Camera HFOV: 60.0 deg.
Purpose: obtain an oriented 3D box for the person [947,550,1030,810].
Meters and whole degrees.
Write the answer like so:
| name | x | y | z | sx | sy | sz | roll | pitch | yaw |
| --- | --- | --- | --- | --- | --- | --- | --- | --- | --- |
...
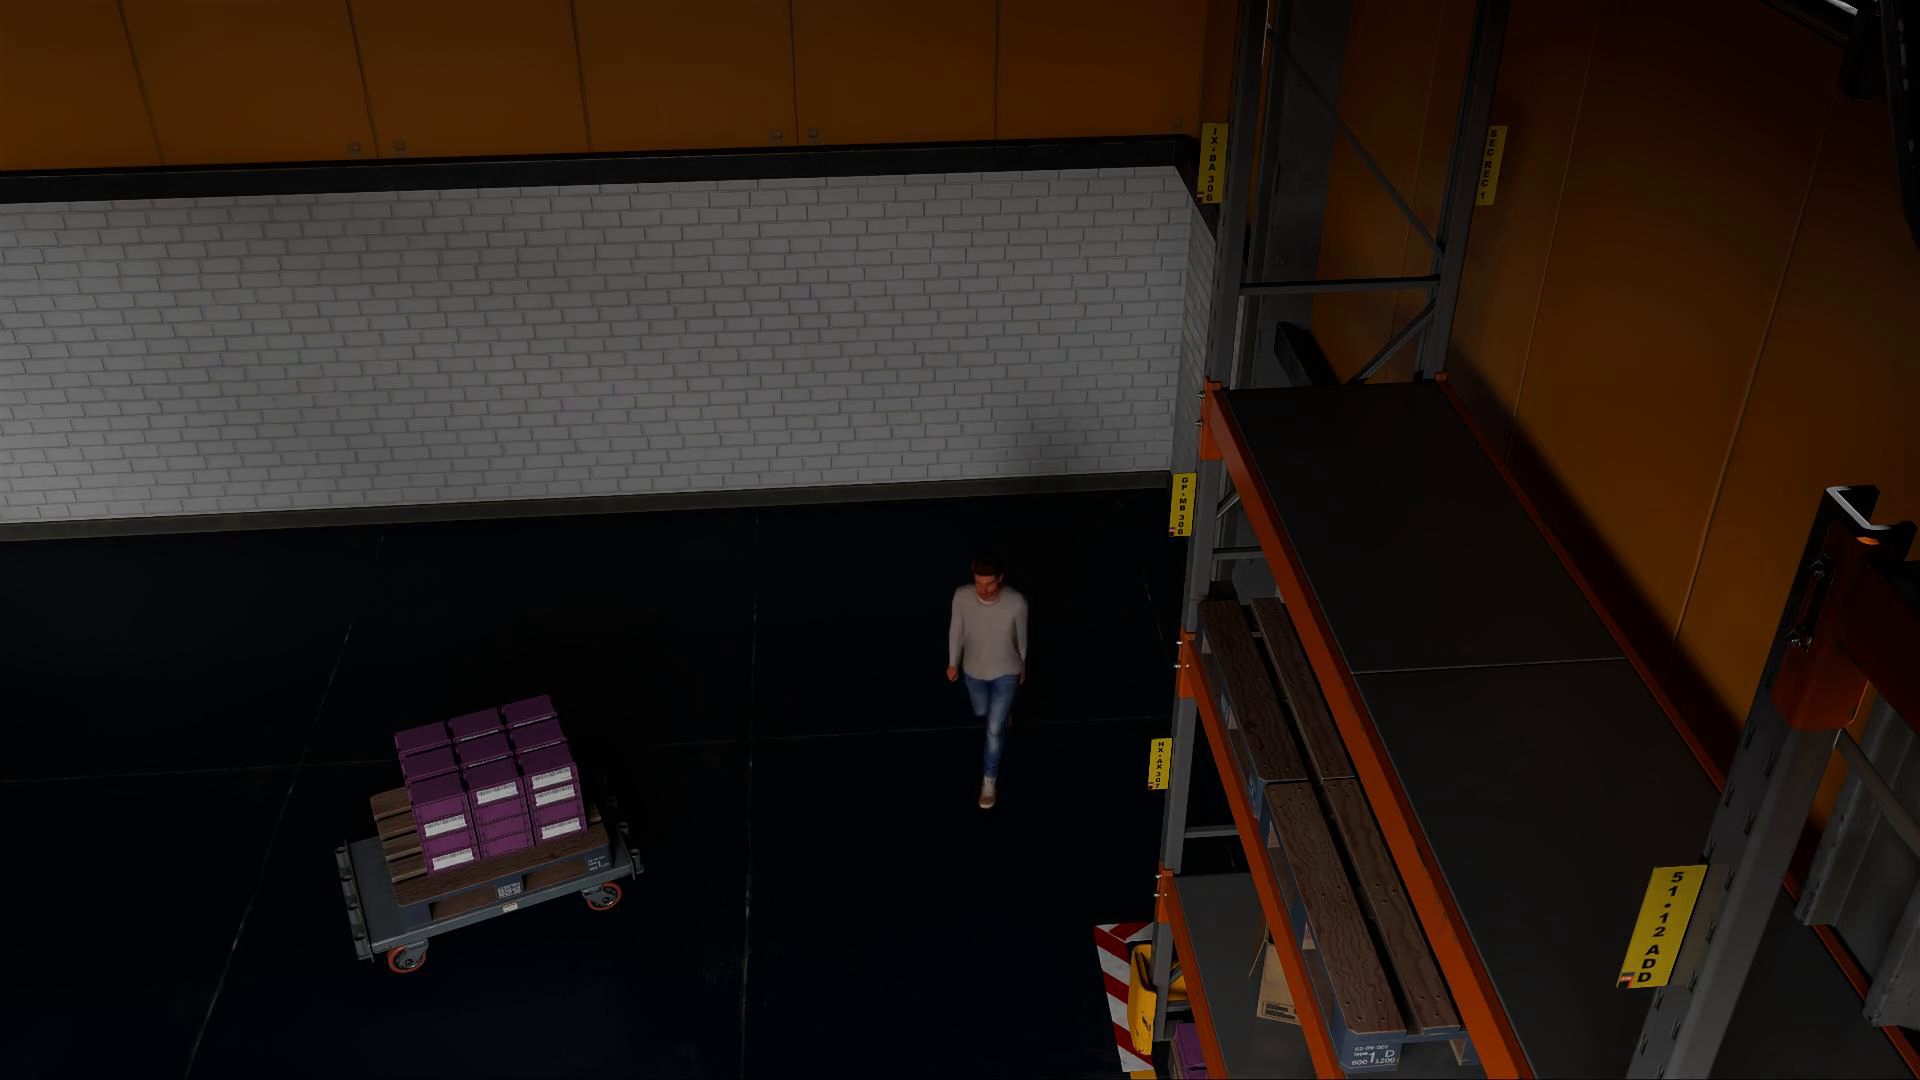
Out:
| name | x | y | z | sx | sy | sz | roll | pitch | yaw |
| --- | --- | --- | --- | --- | --- | --- | --- | --- | --- |
| person | 0.225 | 0.758 | 10.543 | 0.899 | 1.852 | 1.222 | 6 | 34 | 9 |
